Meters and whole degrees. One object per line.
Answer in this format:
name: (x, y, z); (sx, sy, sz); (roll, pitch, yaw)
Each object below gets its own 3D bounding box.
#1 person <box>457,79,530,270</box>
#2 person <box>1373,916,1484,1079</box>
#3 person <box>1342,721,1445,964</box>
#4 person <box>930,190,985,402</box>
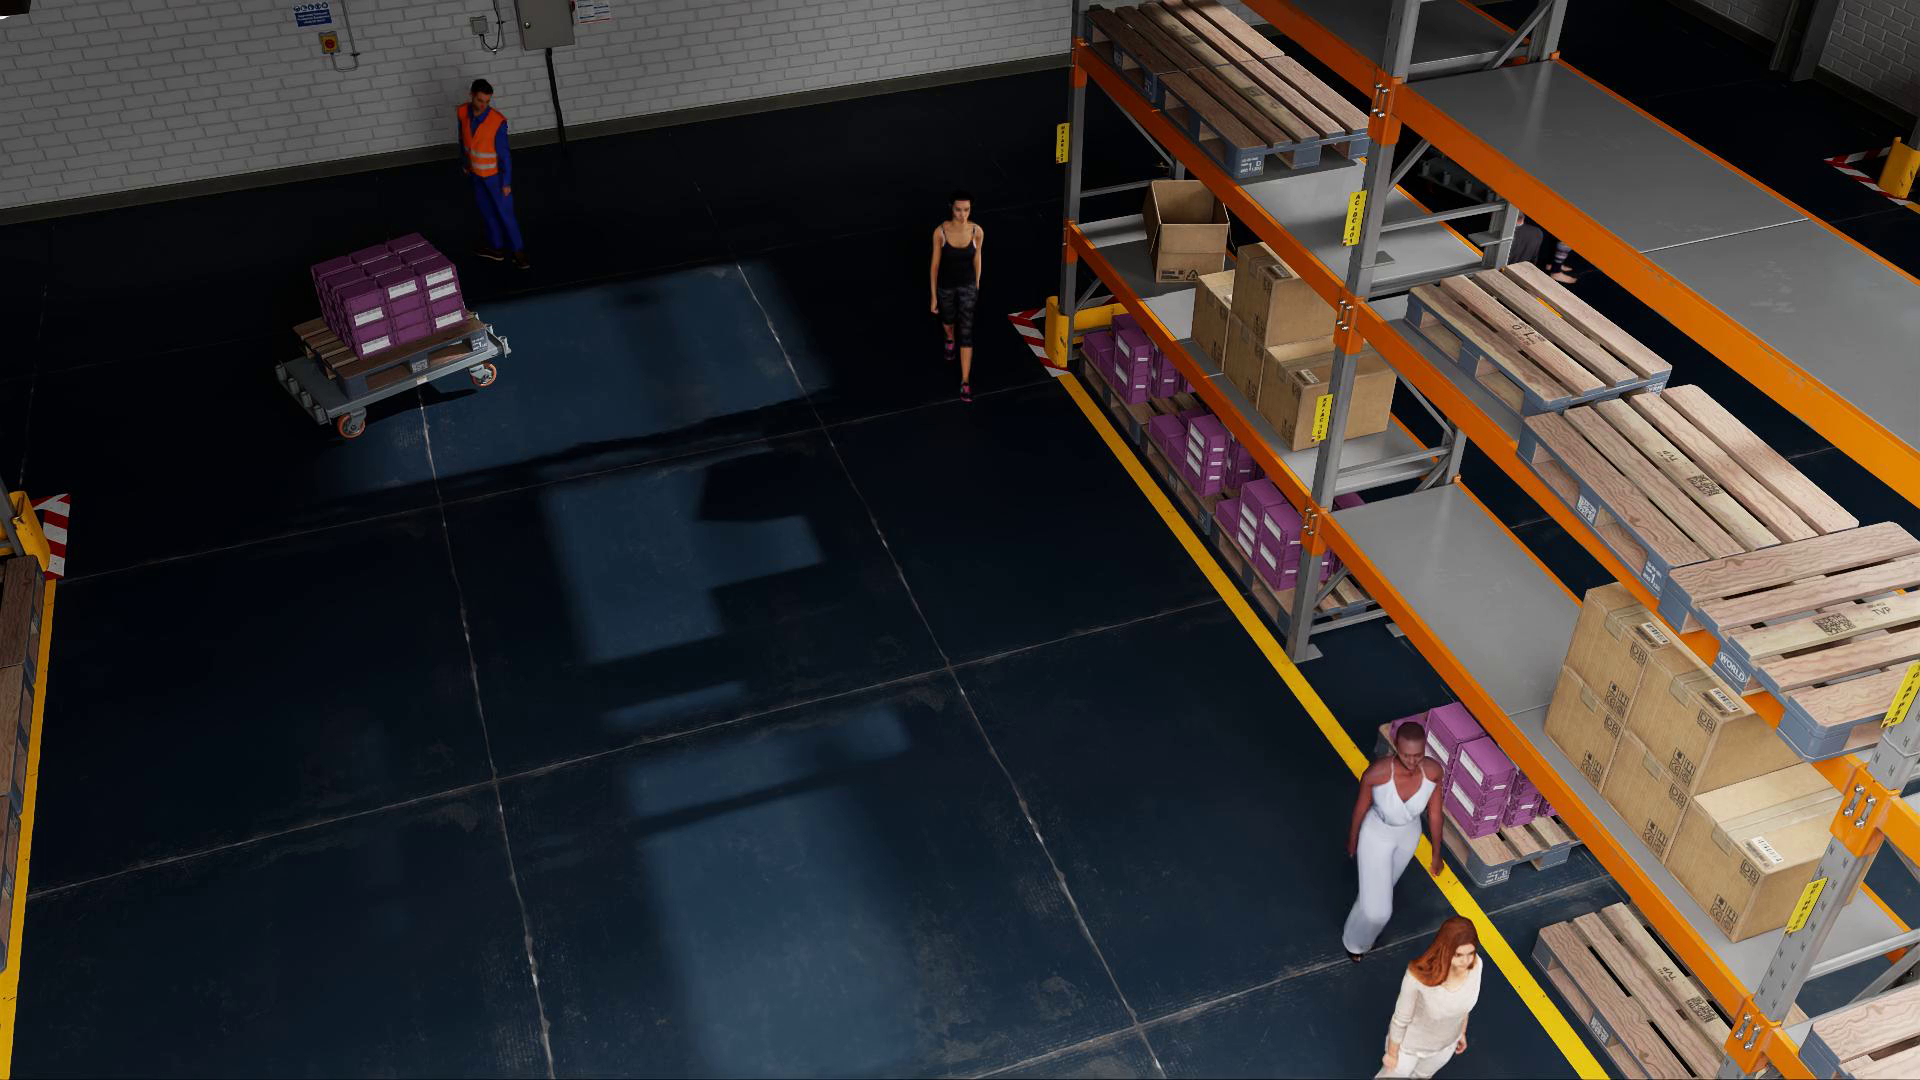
person: (-4.245, -3.300, 14.860); (0.883, 1.835, 0.944); (26, 45, 29)
person: (2.199, 2.341, 7.894); (0.593, 1.712, 0.546); (-11, 40, -14)
person: (2.234, 1.541, 8.850); (0.638, 1.770, 0.687); (-9, 40, -12)
person: (-0.049, -2.060, 13.434); (0.838, 1.676, 1.229); (-2, 39, -2)
